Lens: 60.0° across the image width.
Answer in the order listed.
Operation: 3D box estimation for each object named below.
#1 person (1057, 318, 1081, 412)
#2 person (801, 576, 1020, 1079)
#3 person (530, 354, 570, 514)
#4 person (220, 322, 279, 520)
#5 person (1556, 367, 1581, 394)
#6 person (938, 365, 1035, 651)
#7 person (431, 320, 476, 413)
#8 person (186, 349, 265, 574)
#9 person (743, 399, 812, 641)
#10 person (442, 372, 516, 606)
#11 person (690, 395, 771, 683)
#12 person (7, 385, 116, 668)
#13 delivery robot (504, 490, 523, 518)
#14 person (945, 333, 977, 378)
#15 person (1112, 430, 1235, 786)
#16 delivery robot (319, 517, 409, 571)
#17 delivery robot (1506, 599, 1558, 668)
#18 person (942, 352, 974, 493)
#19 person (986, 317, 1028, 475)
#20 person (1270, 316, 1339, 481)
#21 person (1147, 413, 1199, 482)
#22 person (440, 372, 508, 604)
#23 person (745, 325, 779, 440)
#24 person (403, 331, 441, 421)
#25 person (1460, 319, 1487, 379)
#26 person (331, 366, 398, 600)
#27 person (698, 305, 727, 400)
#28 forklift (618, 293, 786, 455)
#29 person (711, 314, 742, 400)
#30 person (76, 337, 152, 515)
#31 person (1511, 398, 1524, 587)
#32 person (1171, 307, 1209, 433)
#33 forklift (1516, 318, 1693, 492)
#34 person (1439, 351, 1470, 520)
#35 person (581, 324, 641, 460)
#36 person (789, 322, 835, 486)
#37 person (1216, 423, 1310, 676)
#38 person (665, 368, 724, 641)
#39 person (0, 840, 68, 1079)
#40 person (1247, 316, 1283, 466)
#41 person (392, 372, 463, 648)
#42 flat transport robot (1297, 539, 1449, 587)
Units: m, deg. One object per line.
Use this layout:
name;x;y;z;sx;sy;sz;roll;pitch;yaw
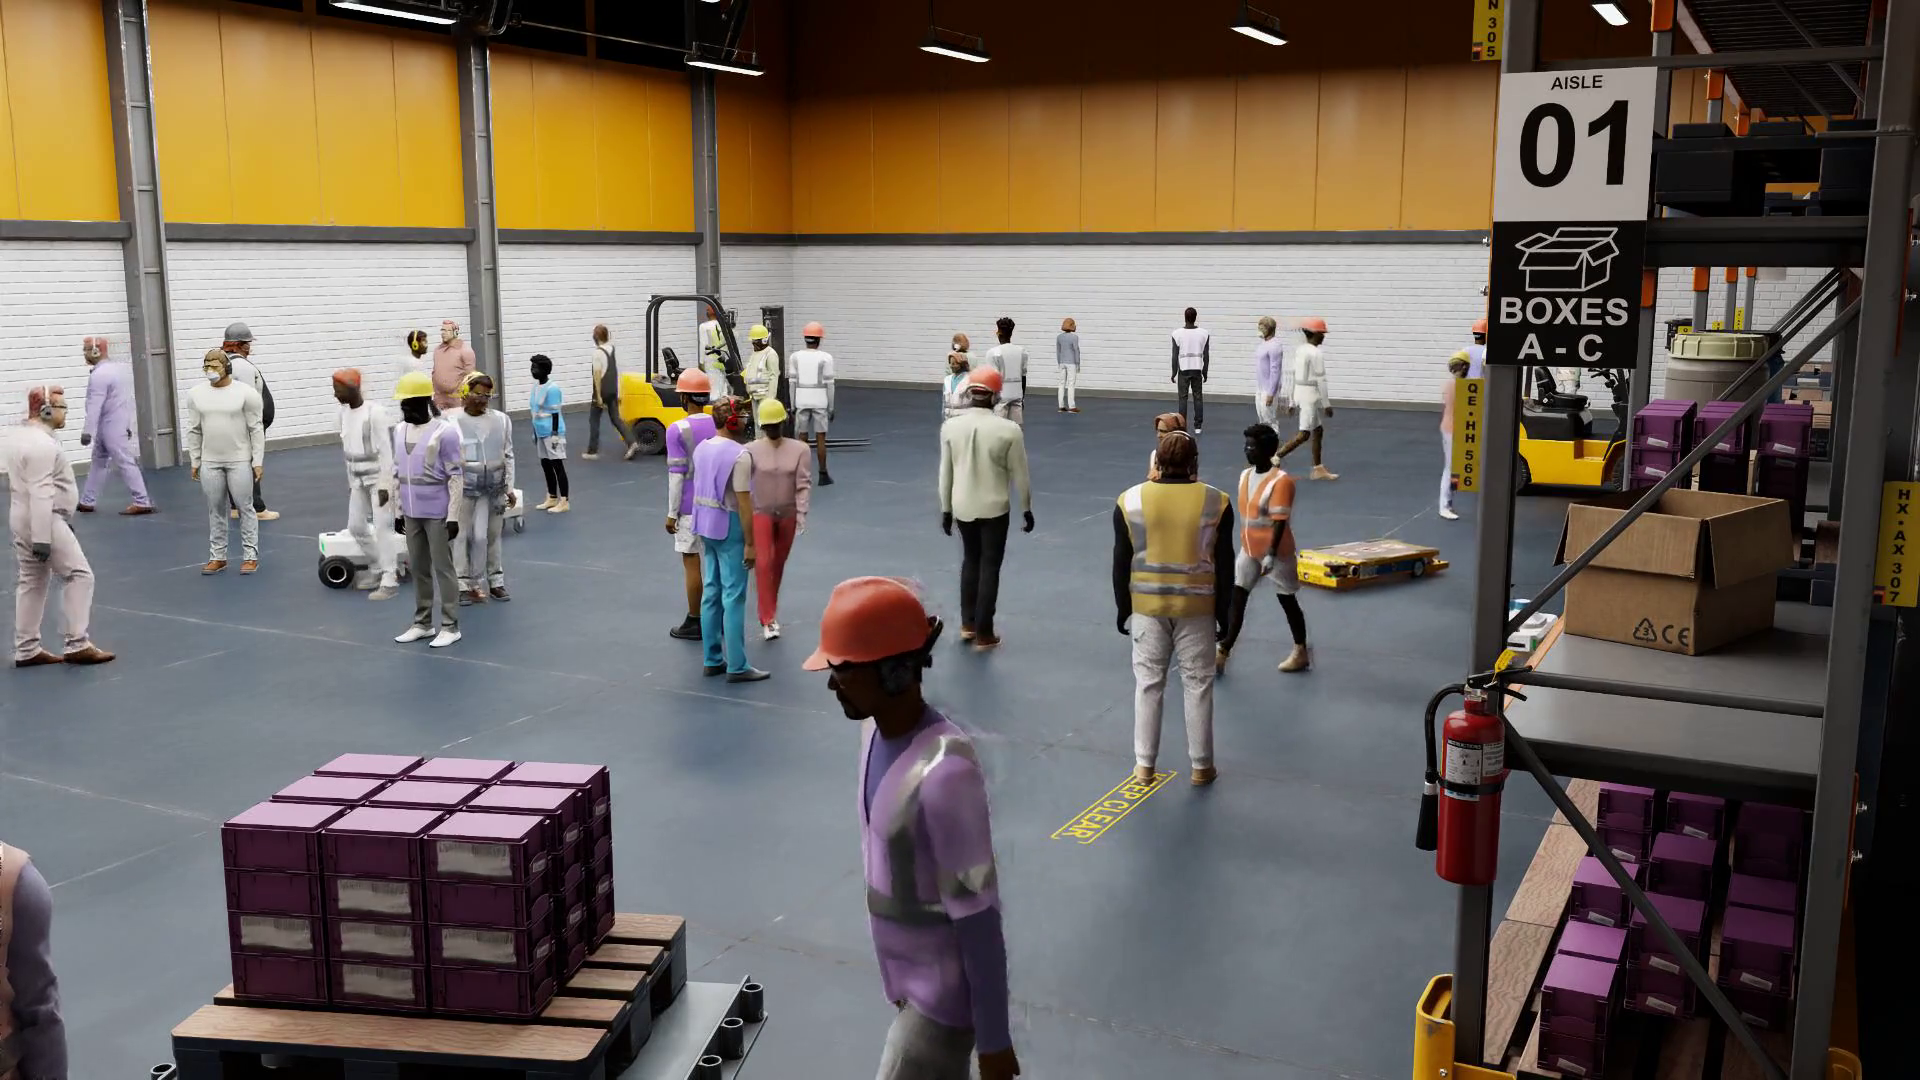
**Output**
person;1.880;-3.020;28.728;0.280;1.636;0.500;-10;14;-44
person;0.027;1.053;4.131;0.907;2.002;0.622;-3;10;-16
person;-4.357;-1.123;17.600;0.324;1.689;0.536;-7;12;-37
person;-7.354;-1.224;17.163;0.676;2.000;0.536;8;13;40
person;9.240;-2.424;25.267;0.308;1.639;0.524;-3;10;-17
person;0.218;-0.231;11.606;0.631;1.977;0.616;5;11;26
person;-6.397;-1.810;20.931;0.642;1.913;0.408;4;11;24
person;-6.263;-0.664;14.210;0.633;1.938;0.356;0;10;-1
person;-1.302;-0.145;11.838;0.520;1.710;0.878;-3;10;-19
person;-3.767;-0.407;13.045;0.591;1.829;0.404;-6;12;-31
person;-1.515;-0.007;10.678;0.392;1.846;0.564;-9;13;-41
person;-5.990;-0.089;11.049;0.708;1.879;0.681;-9;13;-41
delivery robot;-4.585;-0.353;16.143;0.477;0.478;0.707;6;11;30
person;0.005;-2.101;23.417;0.507;1.632;0.267;6;11;30
person;1.100;0.355;8.598;0.623;1.844;0.430;2;10;11
delivery robot;-4.955;0.043;13.850;0.707;0.478;0.477;-4;11;-20
delivery robot;3.552;0.619;10.517;0.477;0.478;0.707;6;11;29
person;-0.001;-1.293;18.725;0.523;1.638;0.311;9;13;43
person;0.557;-1.744;20.389;0.607;1.966;0.367;-7;12;-35
person;4.080;-1.671;19.866;0.972;2.007;0.609;-2;10;-10
person;1.511;-0.090;11.796;0.318;1.630;0.513;-6;11;-30
person;-3.870;-0.412;13.104;0.640;1.823;0.506;0;10;-2
person;-2.575;-1.878;21.574;0.403;1.825;0.586;-6;12;-33
person;-6.350;-1.563;19.766;0.953;1.824;0.532;-3;10;-14
person;6.429;-1.774;20.642;0.363;1.935;0.553;-9;13;-41
person;-4.725;-0.459;13.313;0.606;1.867;0.402;6;12;33
person;-4.166;-3.051;28.190;0.587;1.882;0.341;-8;12;-38
forklift;-3.588;-2.317;23.042;2.313;2.155;1.214;-1;10;-5
person;-3.715;-2.802;26.991;0.647;1.790;0.947;8;12;38
person;-8.991;-1.175;17.338;0.957;1.863;0.678;-3;10;-16
person;4.401;-0.395;13.536;0.278;1.633;0.498;6;12;32
person;3.501;-2.574;25.328;0.593;1.920;0.391;-1;10;-8
forklift;7.066;-1.601;18.899;2.313;2.155;1.214;5;11;27
person;5.158;-1.084;17.274;0.313;1.732;0.680;0;10;-1
person;-4.632;-1.945;22.013;0.819;1.813;0.520;7;12;34
person;-1.741;-1.610;19.698;0.551;1.933;0.378;2;10;13
person;1.940;0.073;10.765;0.867;1.646;0.546;-5;11;-28
person;-1.876;-0.255;11.849;0.362;1.938;0.545;8;13;40
person;-2.130;1.264;3.343;0.625;1.840;0.430;-5;11;-29
person;3.964;-1.919;21.485;0.372;1.939;0.631;-1;10;-5
person;-3.740;-0.210;11.618;0.595;1.925;0.372;5;11;28
flat transport robot;3.438;0.183;14.131;1.431;0.197;0.652;-7;12;-35
